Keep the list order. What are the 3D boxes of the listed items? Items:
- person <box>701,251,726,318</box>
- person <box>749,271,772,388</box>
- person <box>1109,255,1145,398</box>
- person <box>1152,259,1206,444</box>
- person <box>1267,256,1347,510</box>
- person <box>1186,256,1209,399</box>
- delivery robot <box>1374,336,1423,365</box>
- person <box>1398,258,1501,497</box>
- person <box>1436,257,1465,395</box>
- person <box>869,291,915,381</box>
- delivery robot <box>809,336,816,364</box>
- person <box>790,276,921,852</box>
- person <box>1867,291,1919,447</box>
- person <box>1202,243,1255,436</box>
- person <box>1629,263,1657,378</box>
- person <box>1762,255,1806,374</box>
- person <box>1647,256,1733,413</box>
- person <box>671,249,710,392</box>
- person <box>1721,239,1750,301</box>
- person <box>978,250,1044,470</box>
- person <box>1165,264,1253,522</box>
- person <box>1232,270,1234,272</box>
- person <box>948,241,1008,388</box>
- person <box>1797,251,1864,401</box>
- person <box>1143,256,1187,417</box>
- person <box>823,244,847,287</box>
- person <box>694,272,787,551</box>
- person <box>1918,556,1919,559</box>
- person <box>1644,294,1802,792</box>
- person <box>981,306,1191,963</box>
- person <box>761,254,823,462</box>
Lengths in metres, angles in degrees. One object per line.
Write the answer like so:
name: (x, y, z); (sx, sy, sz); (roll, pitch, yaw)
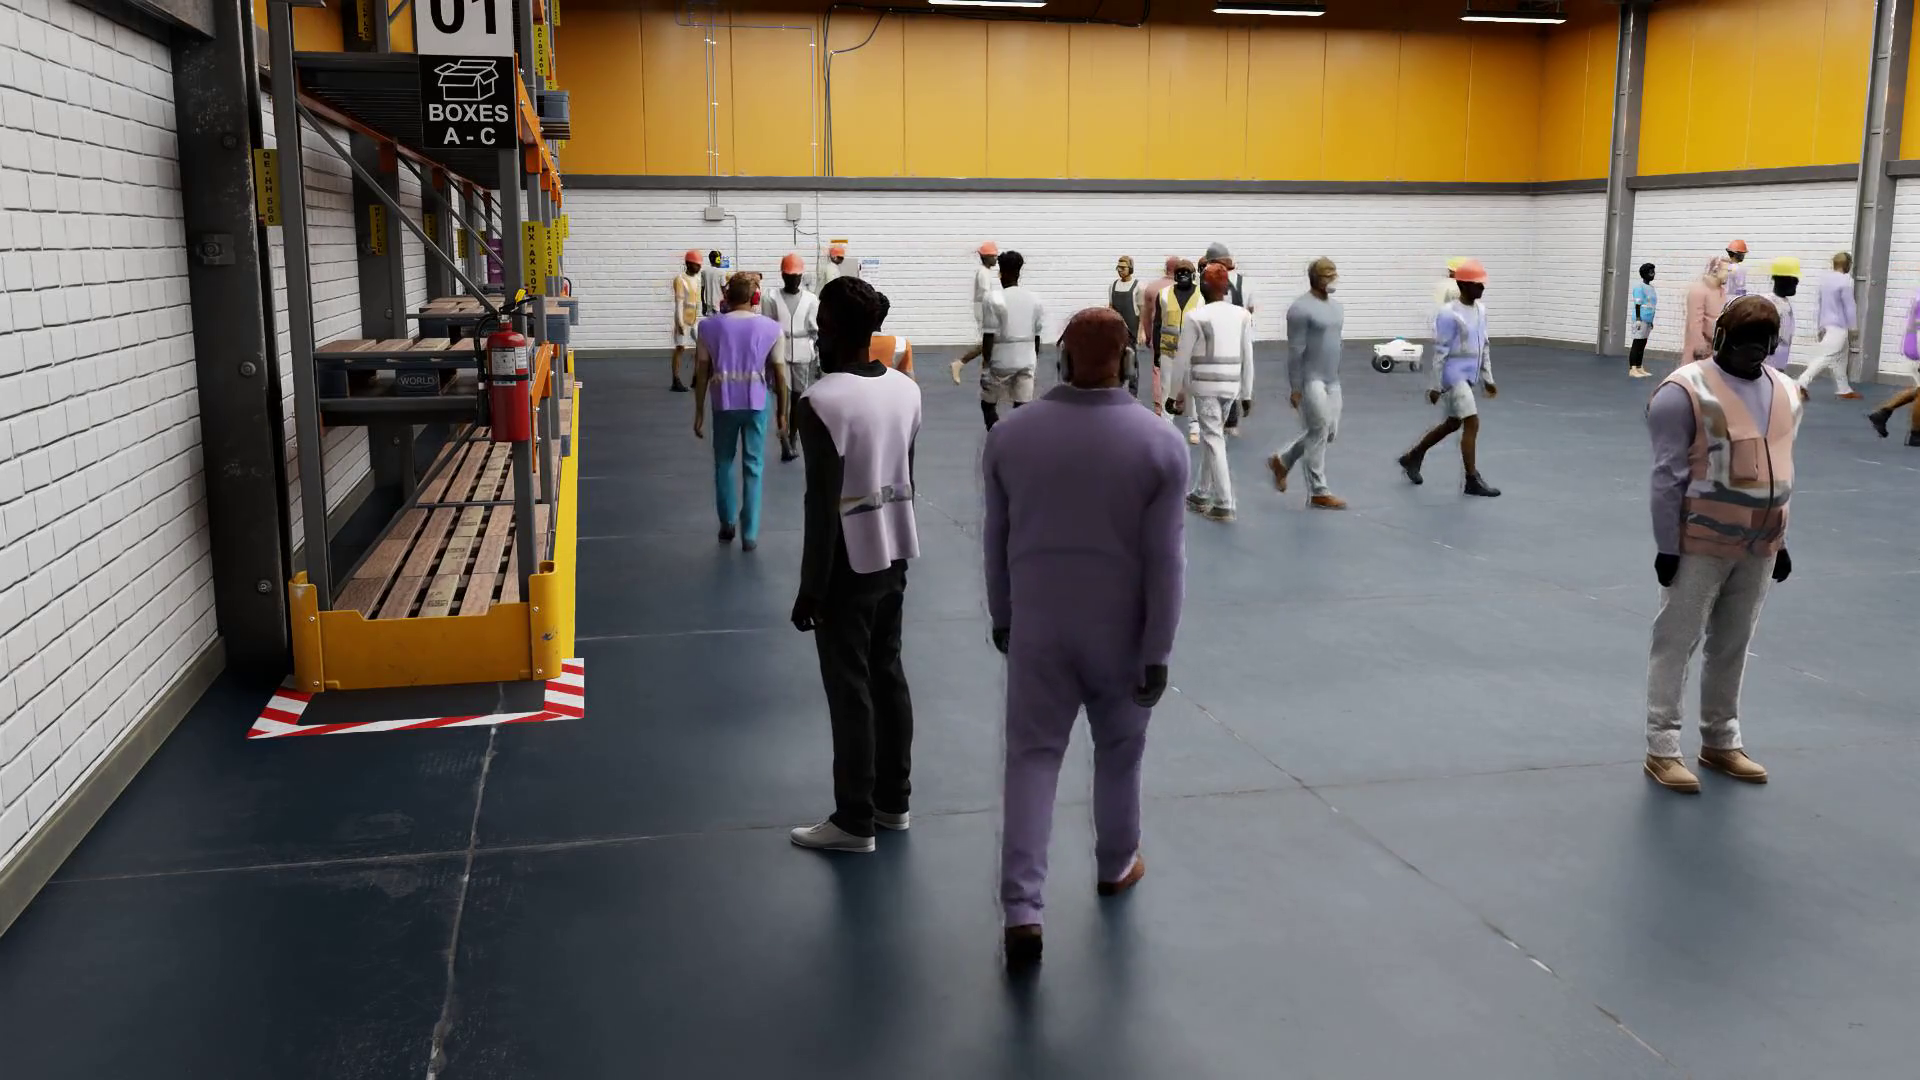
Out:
person: (-4.096, -3.904, 27.831); (0.521, 1.865, 0.334); (5, 11, 25)
person: (-2.722, -2.837, 22.618); (0.822, 1.599, 0.534); (7, 13, 35)
person: (2.036, -2.577, 20.523); (0.506, 1.847, 0.350); (7, 12, 34)
person: (2.234, -1.880, 16.679); (0.626, 1.844, 0.429); (3, 11, 14)
person: (2.672, -1.208, 12.750); (0.633, 1.919, 0.738); (-9, 14, -42)
person: (3.128, -2.703, 21.274); (0.624, 1.837, 0.429); (6, 12, 29)
delivery robot: (6.779, -2.915, 25.704); (0.707, 0.478, 0.477); (1, 11, 4)
person: (3.977, -1.329, 13.479); (0.547, 1.903, 0.936); (-10, 14, -44)
person: (6.526, -2.795, 21.822); (0.538, 1.812, 0.617); (-1, 10, -5)
person: (-0.571, -0.819, 11.197); (0.540, 1.695, 0.317); (-2, 10, -12)
delivery robot: (-2.313, -2.944, 25.878); (0.707, 0.478, 0.477); (-5, 11, -27)
person: (-0.339, 0.087, 5.566); (0.384, 1.916, 0.596); (6, 12, 29)
person: (9.391, -1.839, 16.325); (0.673, 1.887, 0.620); (7, 12, 33)
person: (2.651, -2.133, 17.522); (0.685, 2.000, 0.938); (-8, 13, -39)
person: (10.140, -3.250, 24.672); (0.319, 1.696, 0.532); (9, 14, 42)
person: (7.108, -1.557, 14.720); (0.610, 1.910, 0.590); (10, 14, 44)
person: (7.878, -2.085, 17.765); (0.664, 1.868, 0.859); (-7, 13, -35)
person: (-3.624, -2.930, 22.299); (0.685, 1.900, 0.599); (7, 12, 32)
person: (11.600, -3.482, 24.989); (0.379, 2.041, 0.616); (-2, 10, -12)
person: (0.398, -1.526, 14.407); (0.649, 1.943, 0.602); (-6, 12, -29)
person: (1.790, -1.088, 12.241); (0.601, 1.849, 0.872); (-5, 12, -27)
person: (4.473, -3.987, 28.172); (0.536, 1.906, 0.611); (-3, 11, -15)
person: (0.276, -3.081, 22.841); (0.771, 2.026, 0.633); (1, 10, 4)
person: (11.003, -2.694, 21.010); (0.951, 1.911, 0.628); (1, 10, 4)
person: (2.416, -2.318, 19.094); (0.639, 1.848, 1.034); (2, 10, 11)
person: (-2.127, -3.946, 27.762); (0.526, 1.969, 0.636); (0, 10, 0)
person: (-1.448, -0.853, 11.015); (0.614, 1.821, 0.578); (-1, 10, -6)
person: (6.396, -0.776, 10.554); (0.561, 1.860, 0.395); (-5, 11, -25)
person: (2.851, 0.013, 6.199); (0.624, 1.841, 0.430); (-3, 11, -17)
person: (0.331, 0.257, 4.825); (0.650, 1.860, 0.998); (3, 11, 17)
person: (-1.539, -1.667, 15.320); (0.575, 1.898, 0.900); (-3, 11, -15)
